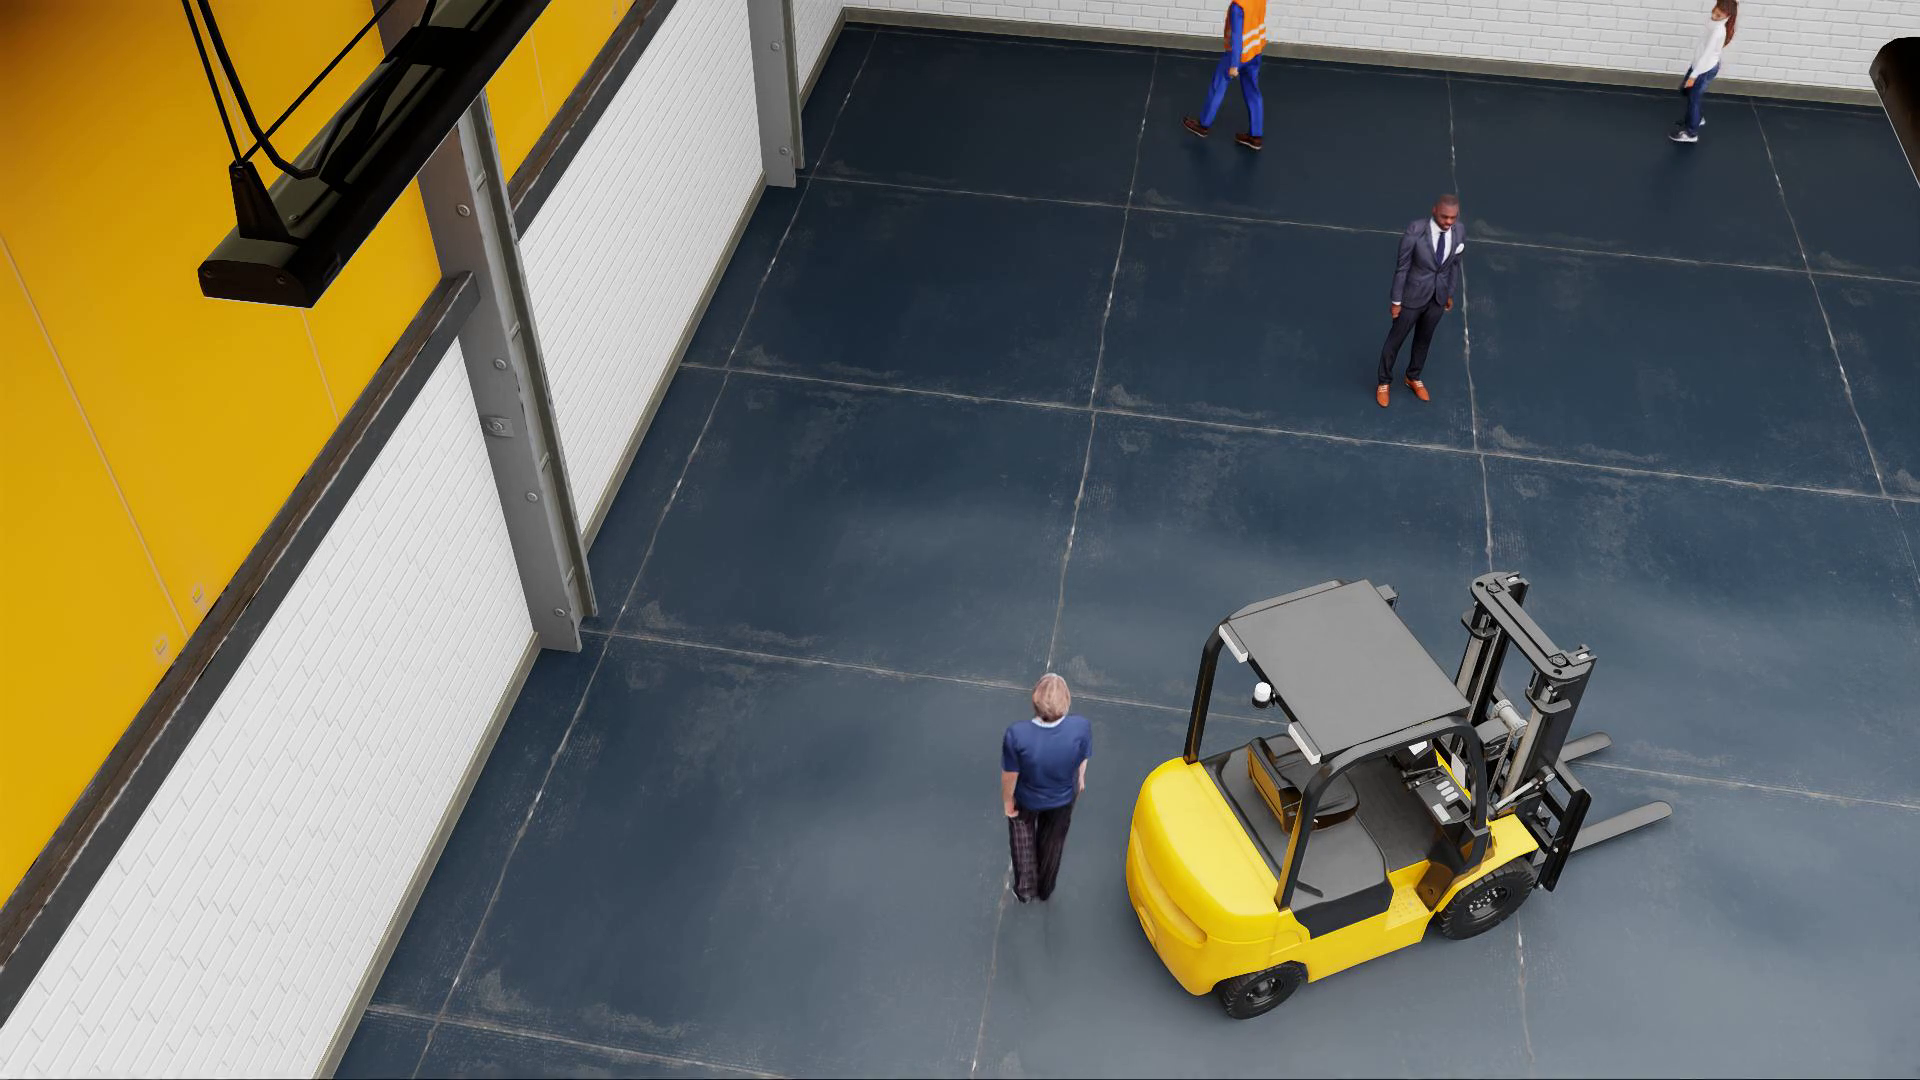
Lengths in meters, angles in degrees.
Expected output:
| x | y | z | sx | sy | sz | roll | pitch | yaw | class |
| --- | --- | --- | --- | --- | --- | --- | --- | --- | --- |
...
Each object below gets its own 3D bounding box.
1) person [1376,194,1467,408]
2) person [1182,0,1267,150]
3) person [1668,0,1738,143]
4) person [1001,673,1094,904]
| x | y | z | sx | sy | sz | roll | pitch | yaw | class |
| --- | --- | --- | --- | --- | --- | --- | --- | --- | --- |
| 3.542 | -1.872 | 12.770 | 0.772 | 1.826 | 0.743 | -8 | 44 | -8 | person |
| 2.706 | -4.493 | 15.519 | 1.104 | 1.828 | 1.133 | 28 | 50 | 27 | person |
| 7.038 | -4.435 | 15.682 | 0.751 | 1.519 | 0.566 | 24 | 49 | 23 | person |
| 0.485 | 1.465 | 9.246 | 0.740 | 1.856 | 0.778 | -2 | 44 | -2 | person |
